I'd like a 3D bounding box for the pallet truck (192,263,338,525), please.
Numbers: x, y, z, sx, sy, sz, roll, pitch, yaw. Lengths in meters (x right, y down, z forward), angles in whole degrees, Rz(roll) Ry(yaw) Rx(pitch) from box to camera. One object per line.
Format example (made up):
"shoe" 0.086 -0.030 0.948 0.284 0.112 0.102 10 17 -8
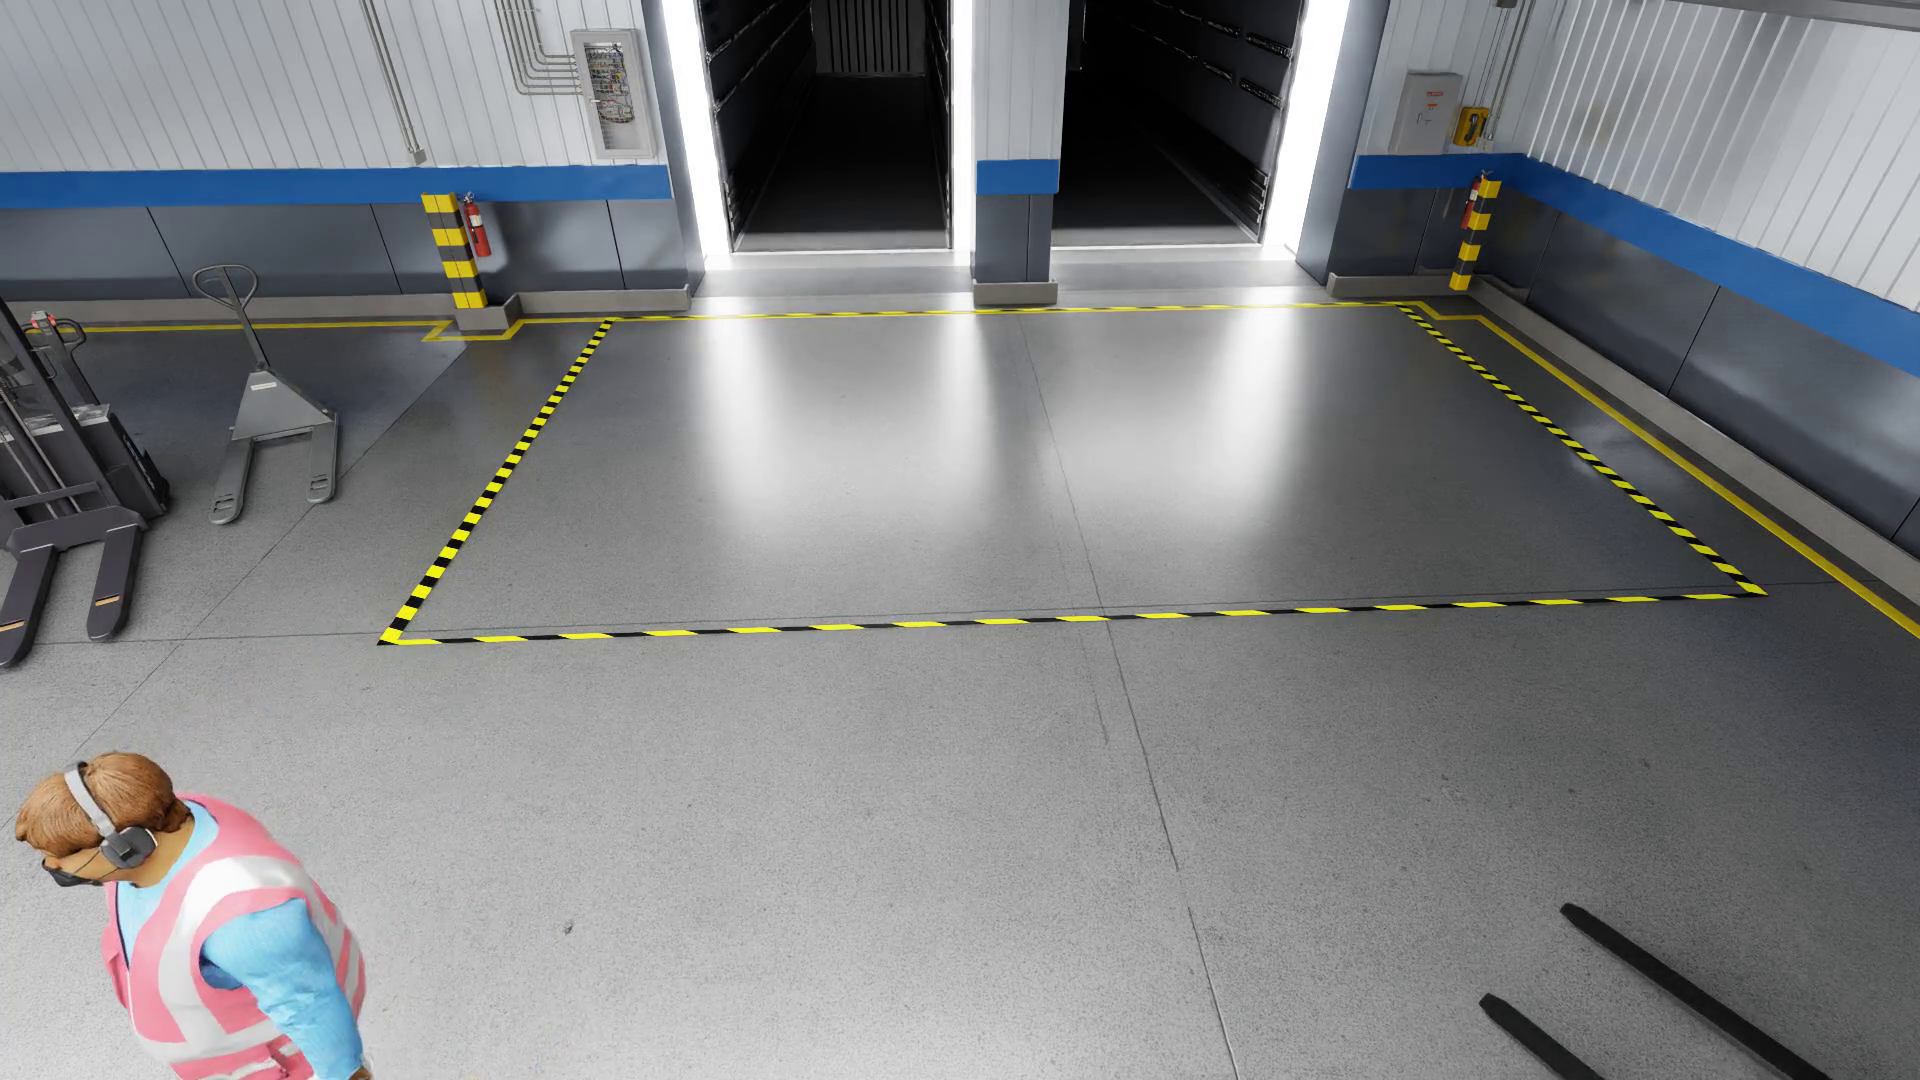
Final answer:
"pallet truck" -4.778 -1.027 6.128 0.680 1.201 1.601 -17 38 -23

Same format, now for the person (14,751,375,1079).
"person" -1.765 1.229 2.366 0.638 1.839 0.441 22 40 28

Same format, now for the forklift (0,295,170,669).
"forklift" -5.212 -0.618 4.878 0.823 1.965 1.885 -20 39 -26
